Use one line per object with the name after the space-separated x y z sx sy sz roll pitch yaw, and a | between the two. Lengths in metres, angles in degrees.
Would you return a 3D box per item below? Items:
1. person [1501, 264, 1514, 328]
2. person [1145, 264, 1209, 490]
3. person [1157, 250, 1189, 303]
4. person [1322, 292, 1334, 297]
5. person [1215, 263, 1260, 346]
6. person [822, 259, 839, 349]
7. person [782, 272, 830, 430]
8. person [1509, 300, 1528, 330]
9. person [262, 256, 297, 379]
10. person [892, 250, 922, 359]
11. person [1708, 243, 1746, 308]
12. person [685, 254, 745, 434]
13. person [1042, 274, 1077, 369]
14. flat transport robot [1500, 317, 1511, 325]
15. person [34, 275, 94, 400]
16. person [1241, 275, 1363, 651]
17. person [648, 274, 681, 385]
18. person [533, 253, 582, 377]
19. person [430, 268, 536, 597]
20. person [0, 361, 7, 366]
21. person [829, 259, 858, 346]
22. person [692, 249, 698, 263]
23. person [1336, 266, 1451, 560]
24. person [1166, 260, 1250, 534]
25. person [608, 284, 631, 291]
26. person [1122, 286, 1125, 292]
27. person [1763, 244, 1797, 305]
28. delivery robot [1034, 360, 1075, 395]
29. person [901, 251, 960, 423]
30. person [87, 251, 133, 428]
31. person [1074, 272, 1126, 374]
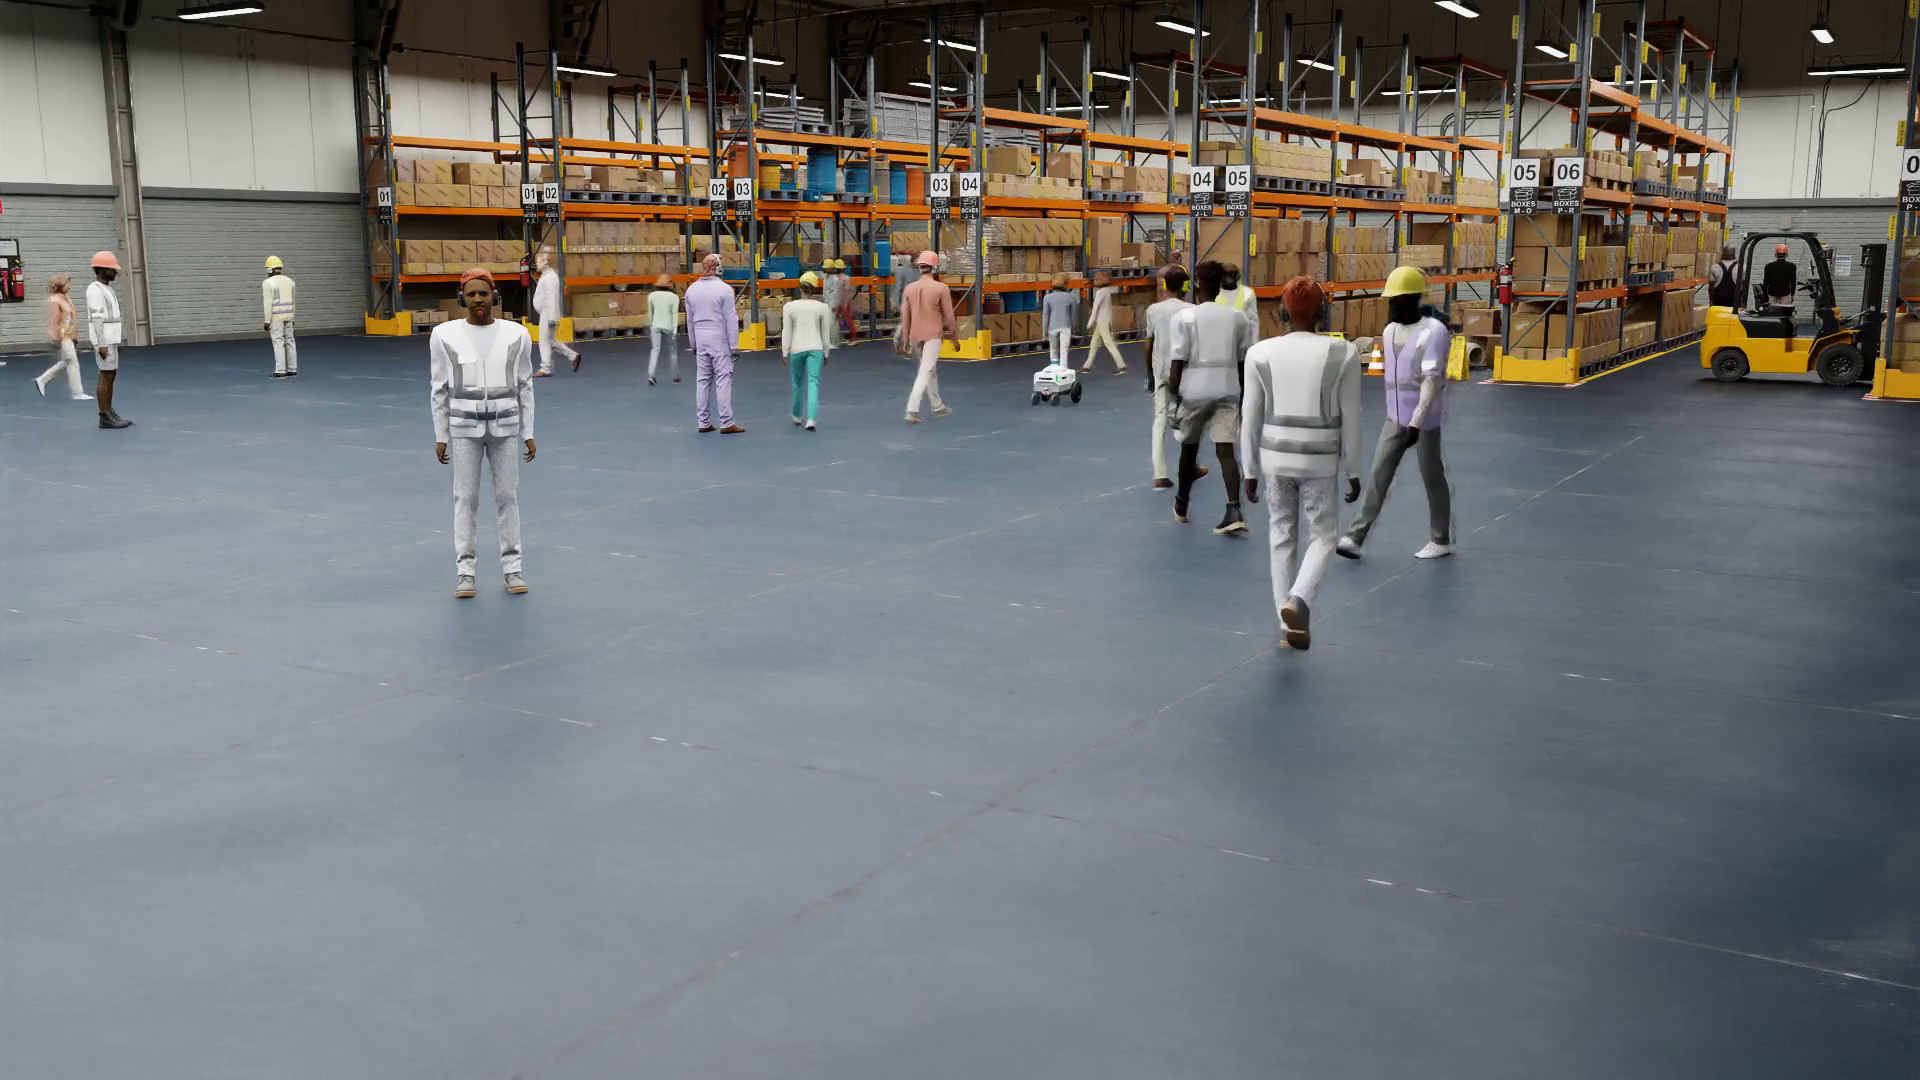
13.065 -5.937 39.461 0.516 1.860 0.322 4 11 24 | person
1.824 -1.358 13.848 0.554 1.838 0.859 6 12 29 | person
3.788 -4.143 29.267 0.636 1.911 0.405 7 12 34 | person
8.130 -5.578 37.523 0.673 1.849 1.064 1 10 6 | person
3.078 -2.239 18.922 0.638 1.792 0.954 0 10 0 | person
-2.501 -4.517 31.860 0.417 1.719 0.501 -6 12 -32 | person
-1.684 -2.074 18.234 0.528 1.709 0.923 -1 10 -8 | person
12.850 -5.756 38.022 0.619 2.009 0.490 6 12 29 | person
-10.185 -3.319 24.857 0.404 1.834 0.591 4 11 22 | person
-0.891 -4.121 29.171 0.671 1.907 0.583 -6 12 -32 | person
14.763 -4.699 32.007 0.706 2.000 0.538 6 12 29 | person
-2.603 -2.086 17.749 0.638 1.910 0.407 6 12 29 | person
1.425 -3.018 23.864 0.490 1.587 0.860 1 10 4 | person
13.471 -5.284 40.243 0.652 0.197 1.431 -8 13 -37 | flat transport robot
-11.615 -2.606 21.453 0.657 1.619 0.517 -3 10 -14 | person
1.657 -0.353 8.150 0.590 1.870 0.625 5 11 24 | person
-4.275 -3.027 23.903 0.503 1.592 0.831 2 10 10 | person
-6.174 -3.412 25.260 0.709 1.887 0.652 -3 11 -16 | person
-2.733 -0.613 9.567 0.576 1.883 0.354 -4 11 -21 | person
-16.200 -3.859 27.505 0.606 1.977 0.614 0 10 -2 | person
-2.353 -4.635 32.585 0.536 1.707 0.925 9 13 40 | person
-6.659 -6.330 41.628 0.601 1.861 1.012 5 11 24 | person
2.790 -0.774 10.514 1.000 1.871 0.596 -6 12 -28 | person
1.749 -1.009 11.735 0.655 1.903 1.031 -2 10 -9 | person
-8.323 -6.160 40.835 0.507 1.827 0.998 6 12 31 | person
4.300 -6.281 41.822 0.536 1.699 0.321 3 10 14 | person
16.677 -5.009 33.870 0.612 1.997 0.375 5 11 27 | person
1.194 -2.028 20.949 0.477 0.478 0.707 4 11 23 | delivery robot
-0.362 -2.306 18.912 0.614 1.945 1.044 8 13 37 | person
-9.342 -2.194 18.274 0.378 1.932 0.551 -3 10 -15 | person
2.211 -3.356 25.764 0.868 1.588 0.504 3 11 18 | person
